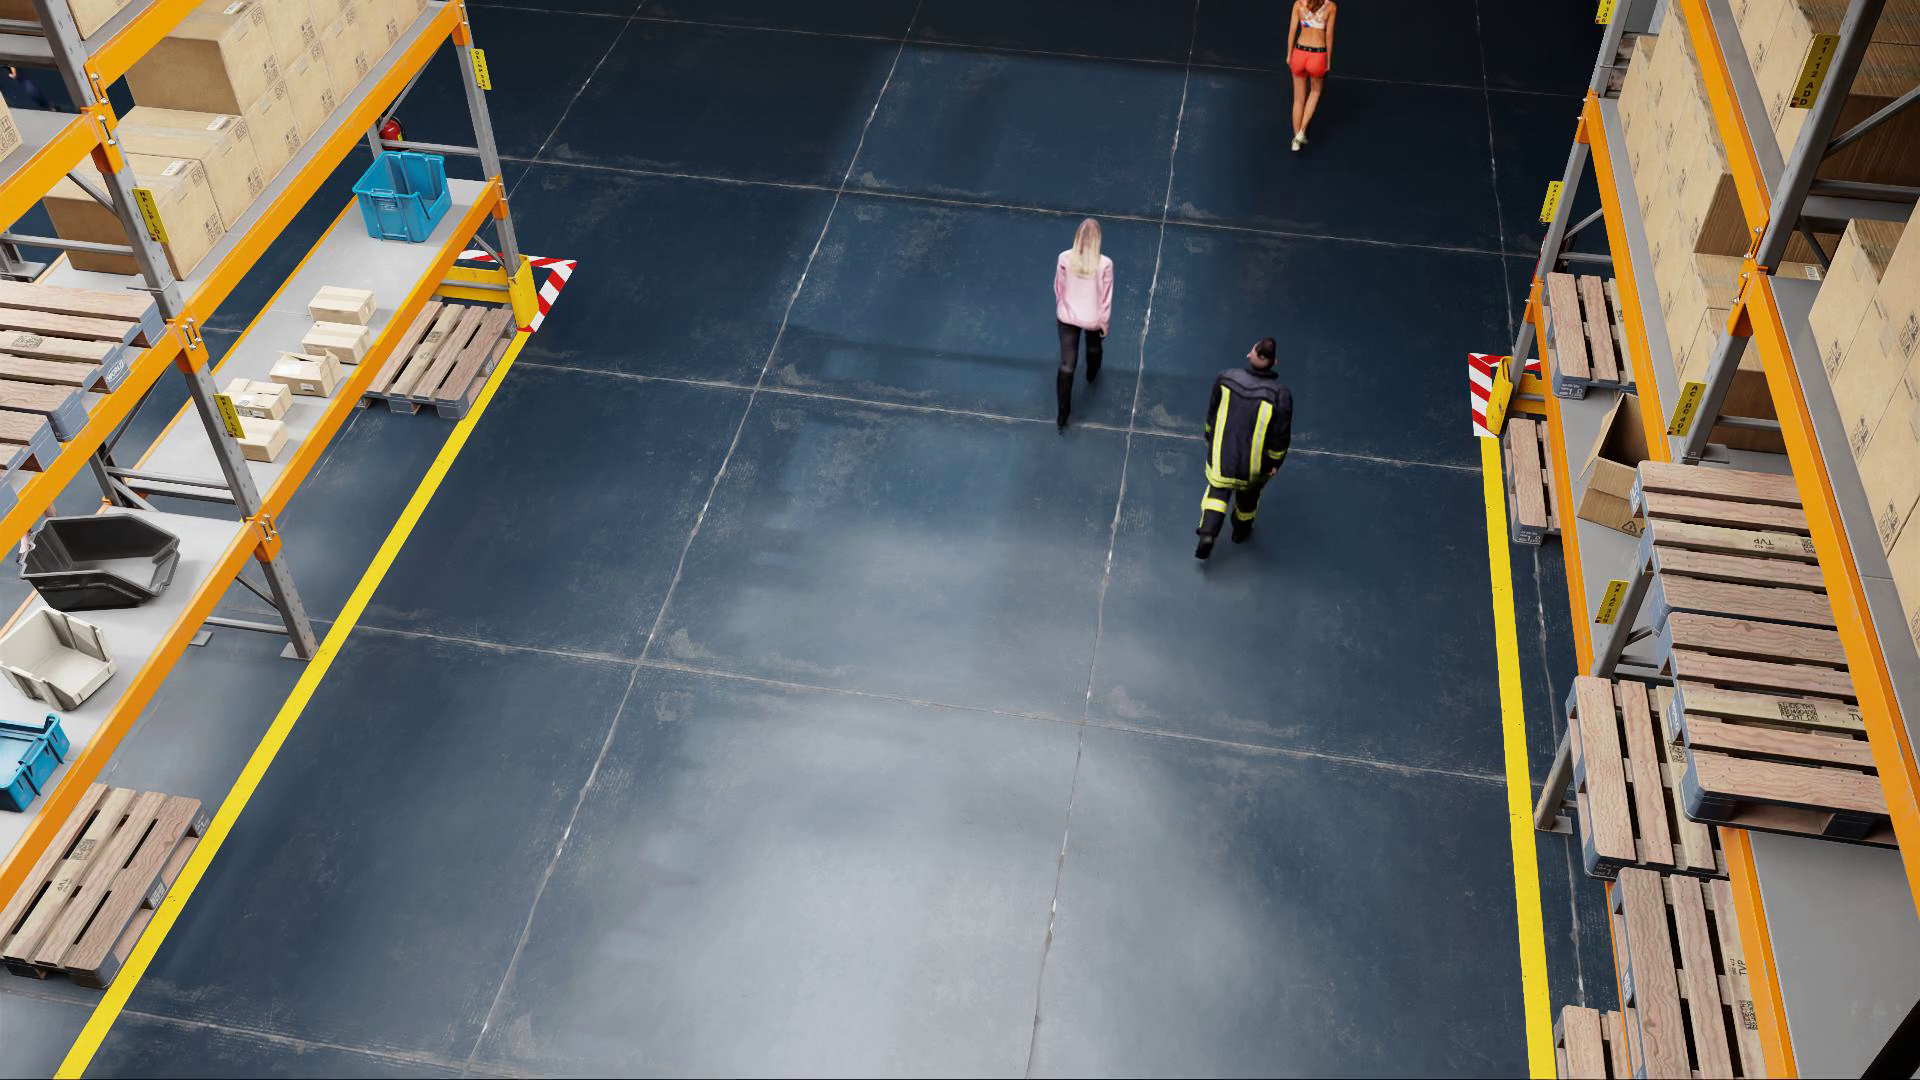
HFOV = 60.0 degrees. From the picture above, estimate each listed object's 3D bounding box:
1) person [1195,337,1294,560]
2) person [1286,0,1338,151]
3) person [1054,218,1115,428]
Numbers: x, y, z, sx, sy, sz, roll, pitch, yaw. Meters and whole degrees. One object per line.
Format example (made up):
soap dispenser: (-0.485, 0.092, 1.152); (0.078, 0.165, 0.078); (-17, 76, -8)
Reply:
person: (1.896, -0.601, 11.324); (0.873, 1.841, 0.991); (17, 46, 17)
person: (3.209, -4.384, 15.338); (0.623, 1.783, 0.667); (14, 45, 14)
person: (0.889, -1.609, 12.529); (0.679, 1.639, 1.145); (11, 45, 11)
